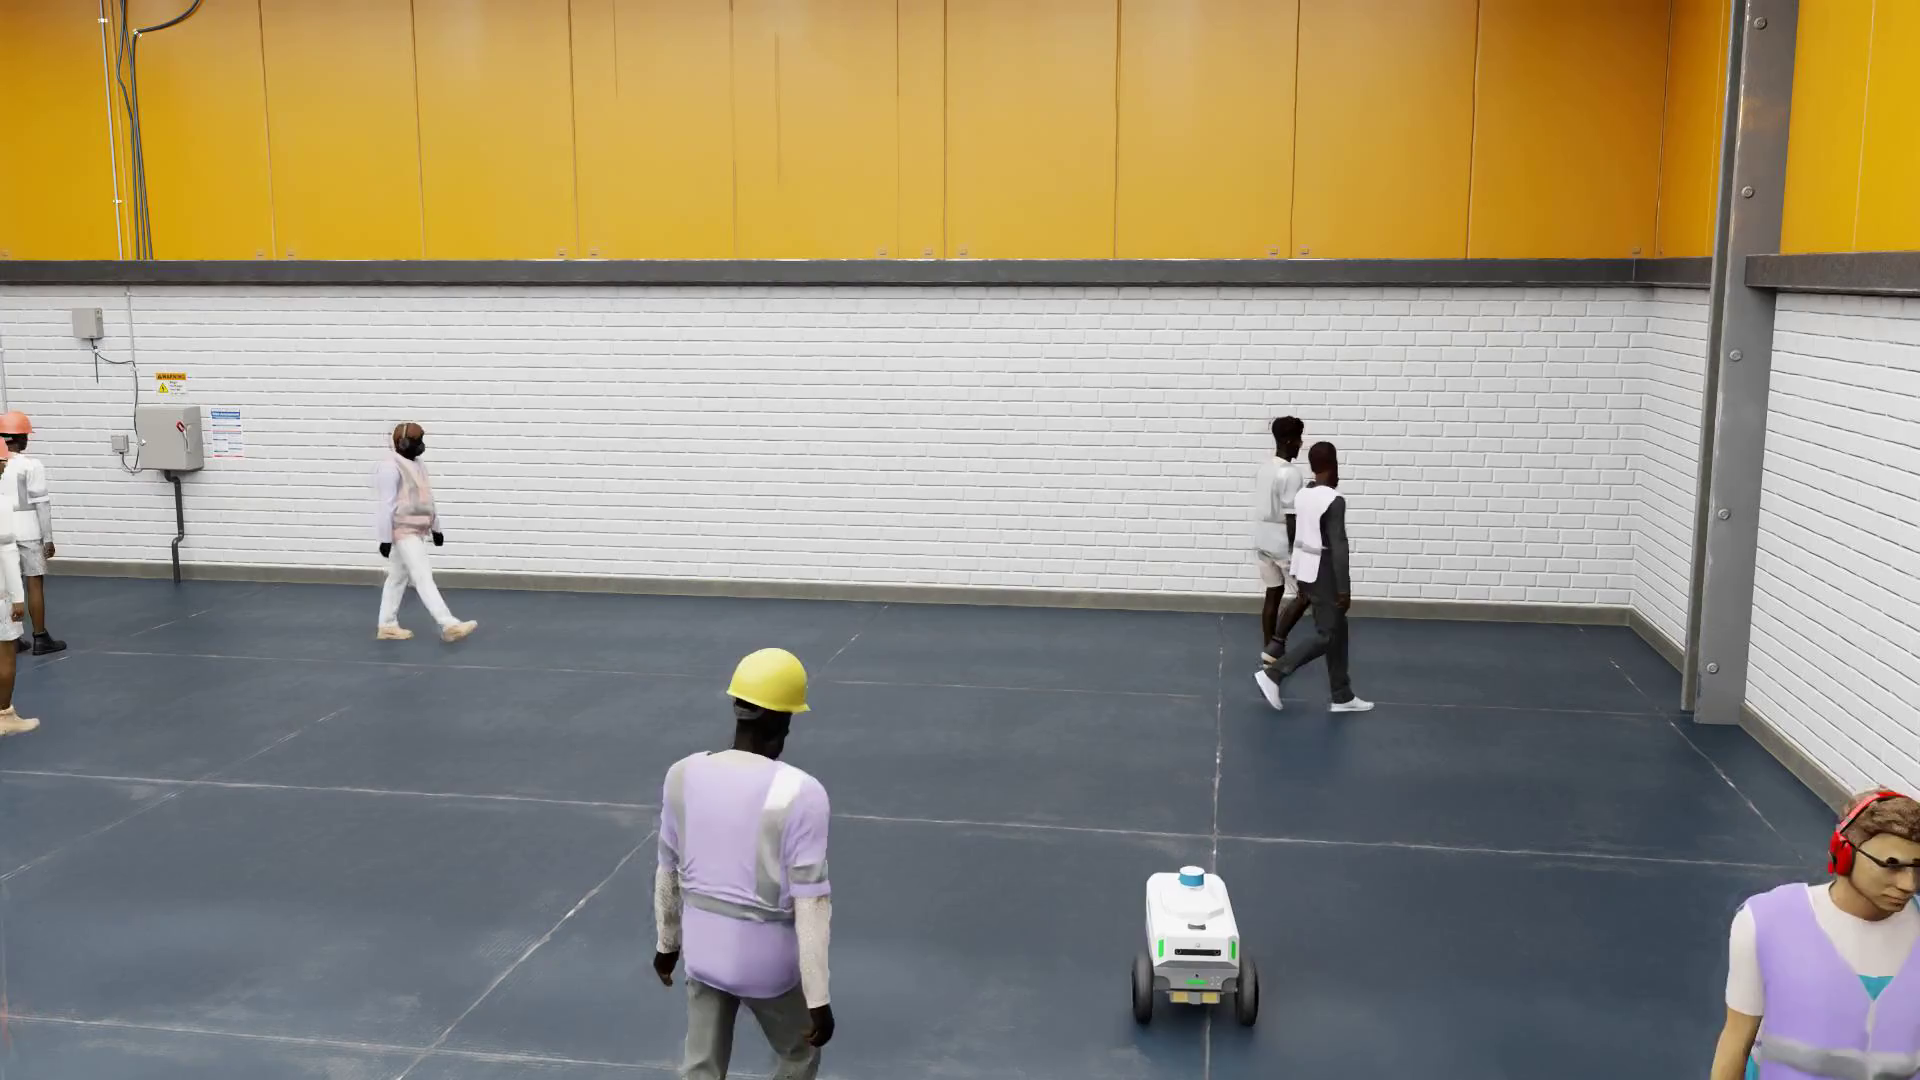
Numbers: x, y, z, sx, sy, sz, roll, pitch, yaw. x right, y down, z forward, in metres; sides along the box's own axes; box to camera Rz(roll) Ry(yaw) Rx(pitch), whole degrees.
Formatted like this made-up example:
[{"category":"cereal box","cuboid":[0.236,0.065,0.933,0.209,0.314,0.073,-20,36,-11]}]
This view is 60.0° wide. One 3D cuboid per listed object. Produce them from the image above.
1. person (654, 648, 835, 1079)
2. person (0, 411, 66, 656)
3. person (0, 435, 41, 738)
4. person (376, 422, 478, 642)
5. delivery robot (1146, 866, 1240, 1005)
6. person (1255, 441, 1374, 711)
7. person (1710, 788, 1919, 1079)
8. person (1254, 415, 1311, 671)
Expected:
[{"category":"person","cuboid":[-0.651,1.269,5.126,0.731,1.883,0.713,4,10,26]},{"category":"person","cuboid":[-7.414,-0.052,13.136,0.552,1.935,0.373,1,9,5]},{"category":"person","cuboid":[-6.272,0.295,10.726,0.632,2.020,0.483,4,10,25]},{"category":"person","cuboid":[-4.389,-0.057,13.583,0.935,1.794,0.661,0,9,2]},{"category":"delivery robot","cuboid":[0.959,1.600,6.908,0.477,0.478,0.707,1,9,3]},{"category":"person","cuboid":[2.454,0.266,11.365,0.799,1.874,0.611,-1,9,-6]},{"category":"person","cuboid":[2.117,1.467,4.102,0.600,1.820,0.475,0,9,0]},{"category":"person","cuboid":[2.429,0.035,12.524,0.407,1.953,0.644,-3,10,-17]}]
